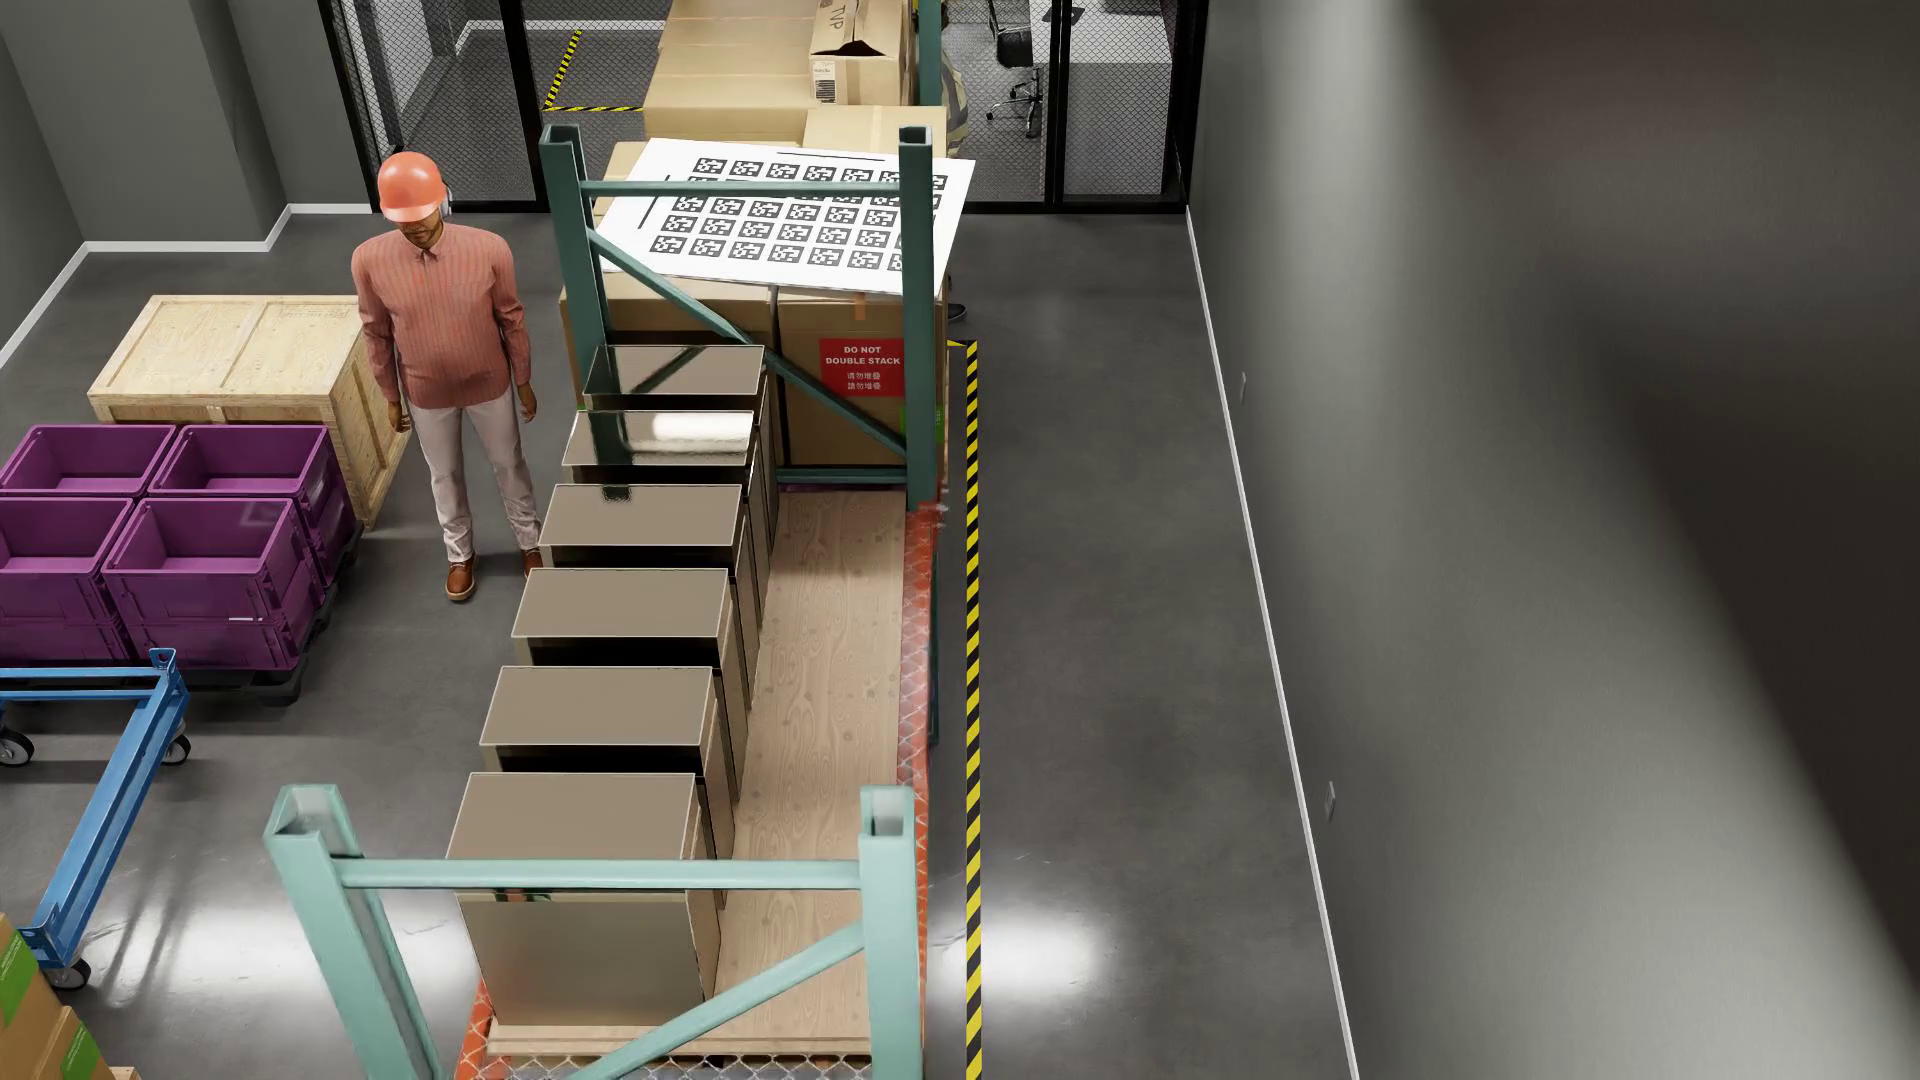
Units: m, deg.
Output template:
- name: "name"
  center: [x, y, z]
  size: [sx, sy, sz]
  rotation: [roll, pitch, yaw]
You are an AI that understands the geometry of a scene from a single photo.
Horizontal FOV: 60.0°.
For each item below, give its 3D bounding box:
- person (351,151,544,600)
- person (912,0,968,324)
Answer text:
- name: "person"
  center: [-1.979, -0.620, 6.553]
  size: [0.612, 1.995, 0.376]
  rotation: [-10, 42, -11]
- name: "person"
  center: [-0.163, -1.940, 8.179]
  size: [0.404, 1.837, 0.595]
  rotation: [-8, 42, -9]
